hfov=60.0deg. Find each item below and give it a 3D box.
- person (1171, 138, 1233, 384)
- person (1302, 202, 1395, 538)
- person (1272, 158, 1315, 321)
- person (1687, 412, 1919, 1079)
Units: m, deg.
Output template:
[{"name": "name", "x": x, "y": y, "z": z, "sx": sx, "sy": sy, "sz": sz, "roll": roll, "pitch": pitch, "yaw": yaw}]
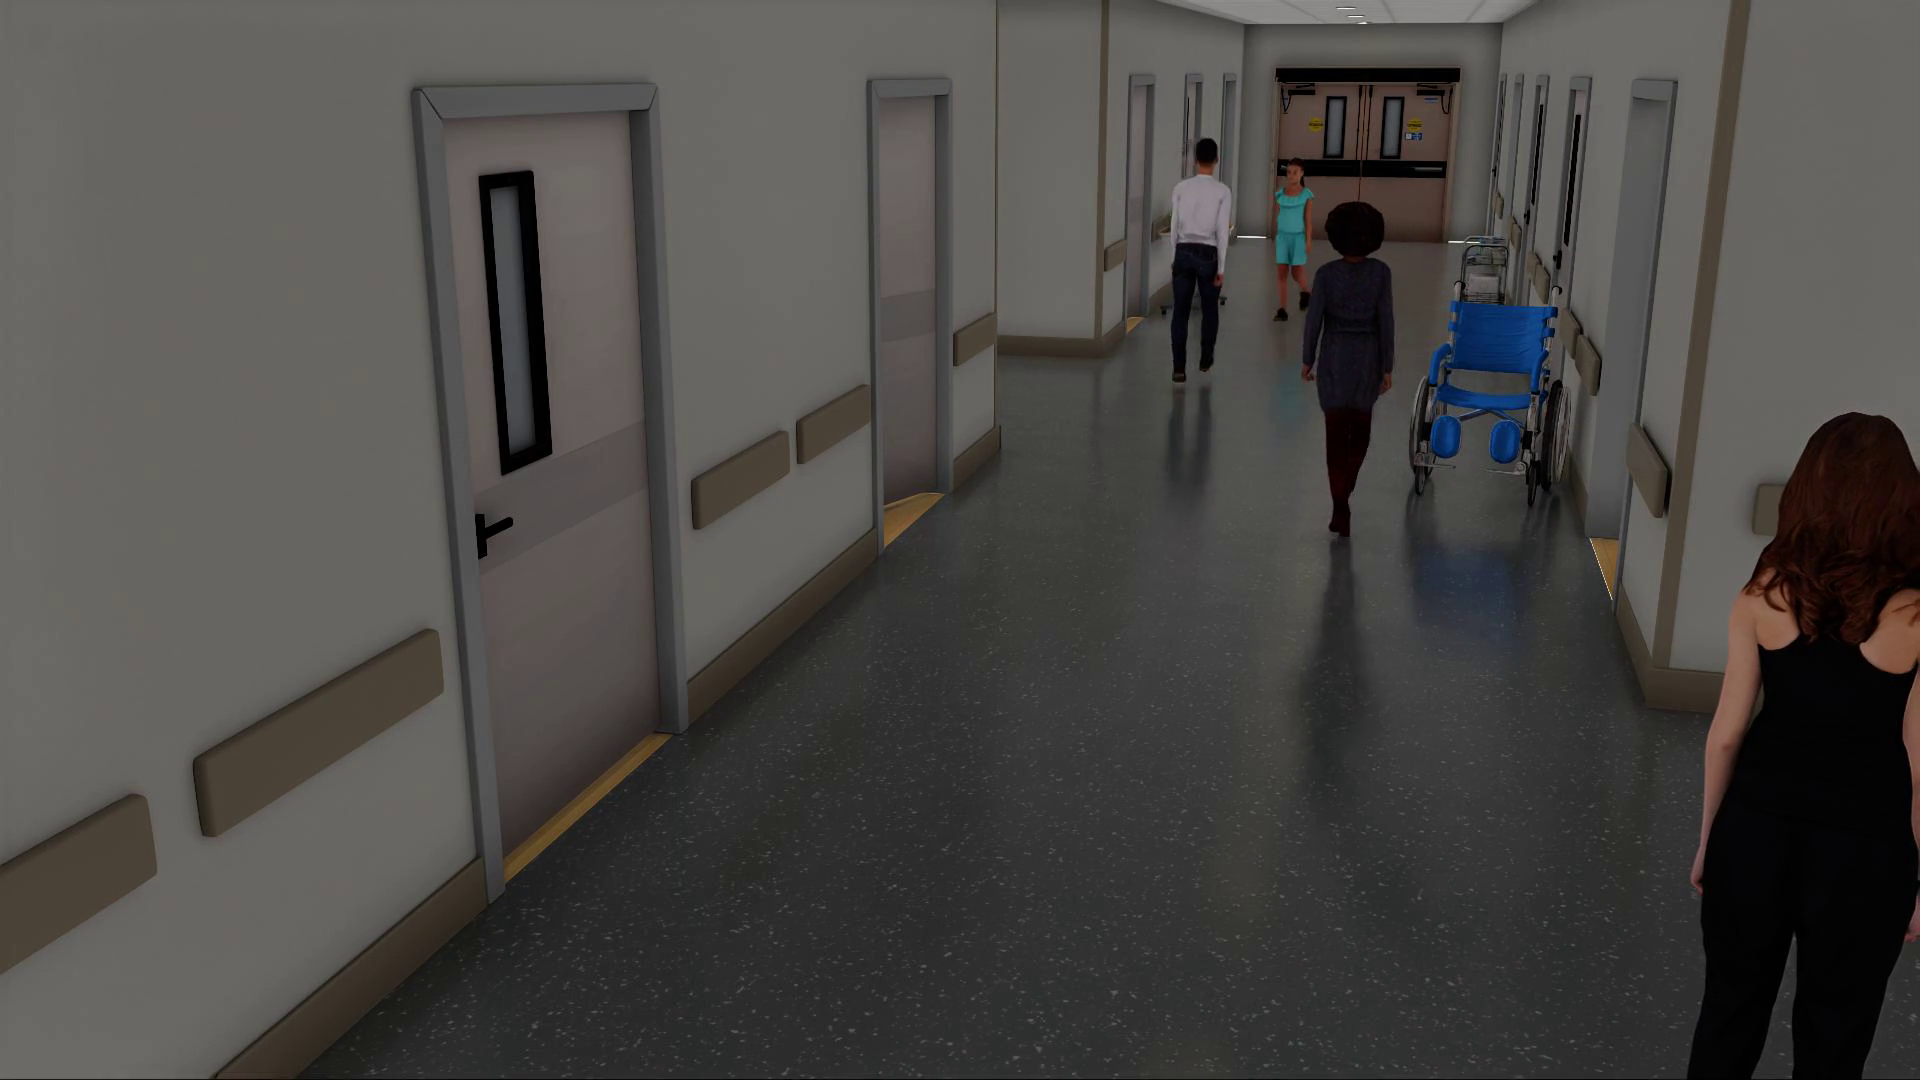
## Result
[{"name": "person", "x": 1.783, "y": -2.095, "z": 12.680, "sx": 0.633, "sy": 1.833, "sz": 1.232, "roll": 5, "pitch": 16, "yaw": 16}, {"name": "person", "x": 2.007, "y": -0.835, "z": 8.514, "sx": 0.744, "sy": 1.670, "sz": 1.107, "roll": 1, "pitch": 16, "yaw": 4}, {"name": "person", "x": 3.231, "y": -2.894, "z": 16.050, "sx": 0.705, "sy": 1.544, "sz": 0.930, "roll": 10, "pitch": 19, "yaw": 31}, {"name": "person", "x": 1.644, "y": 0.615, "z": 3.232, "sx": 0.632, "sy": 1.746, "sz": 0.622, "roll": 10, "pitch": 19, "yaw": 33}]
